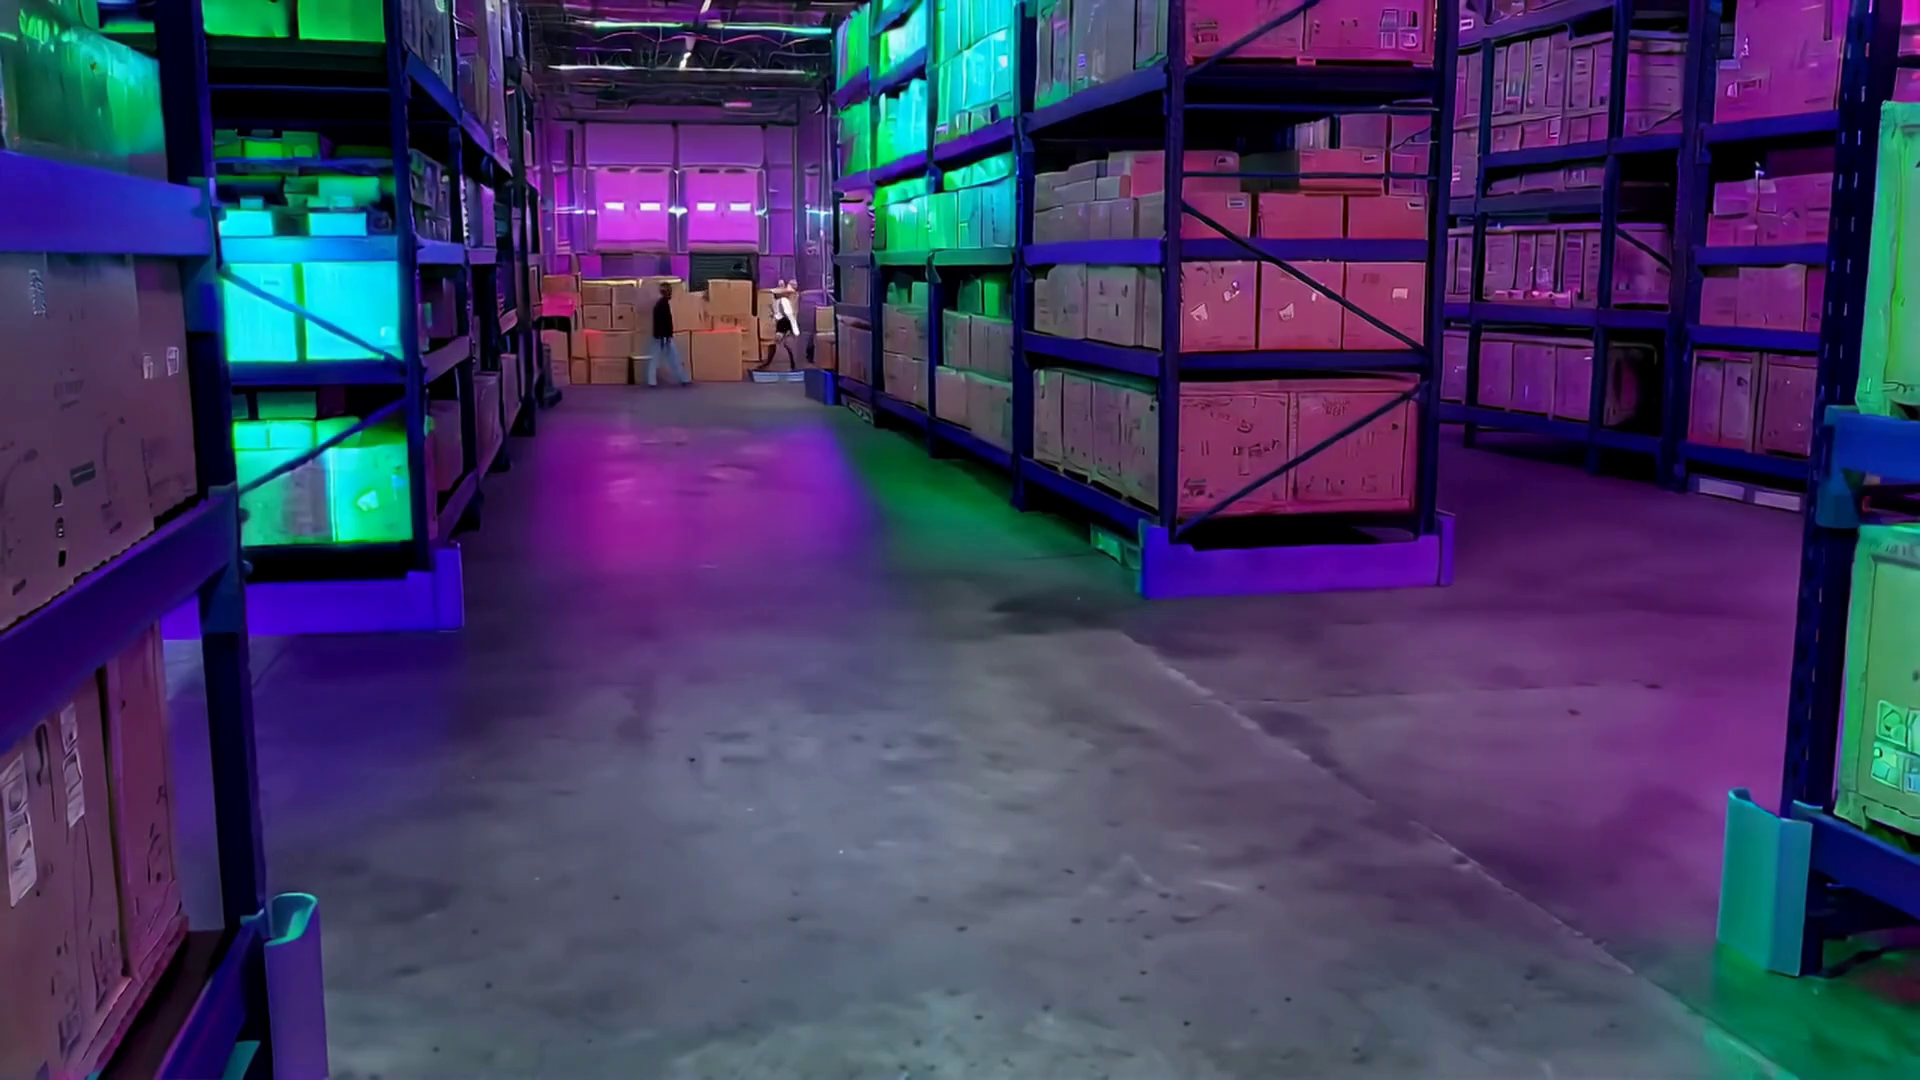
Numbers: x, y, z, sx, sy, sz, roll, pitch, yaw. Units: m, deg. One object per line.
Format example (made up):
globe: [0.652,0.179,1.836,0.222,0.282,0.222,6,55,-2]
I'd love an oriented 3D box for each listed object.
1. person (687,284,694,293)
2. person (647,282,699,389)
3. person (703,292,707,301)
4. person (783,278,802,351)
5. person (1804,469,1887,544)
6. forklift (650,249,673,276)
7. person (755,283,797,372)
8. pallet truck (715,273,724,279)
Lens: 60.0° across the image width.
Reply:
person: [-6.092,-4.814,37.327,0.429,1.842,0.630,-6,11,-33]
person: [-5.270,-3.709,30.247,0.992,1.943,0.635,-4,10,-21]
person: [-8.428,-7.897,56.637,0.550,1.664,0.764,7,12,37]
person: [-4.389,-5.914,43.757,0.371,1.934,0.627,5,10,27]
person: [6.145,-0.472,11.378,0.737,1.672,0.534,-2,10,-14]
forklift: [-9.860,-8.261,55.178,1.873,2.768,1.129,3,10,19]
person: [-3.805,-4.404,34.671,0.985,1.883,0.575,4,10,22]
pallet truck: [-8.580,-8.986,62.280,1.885,1.965,0.823,1,9,5]
